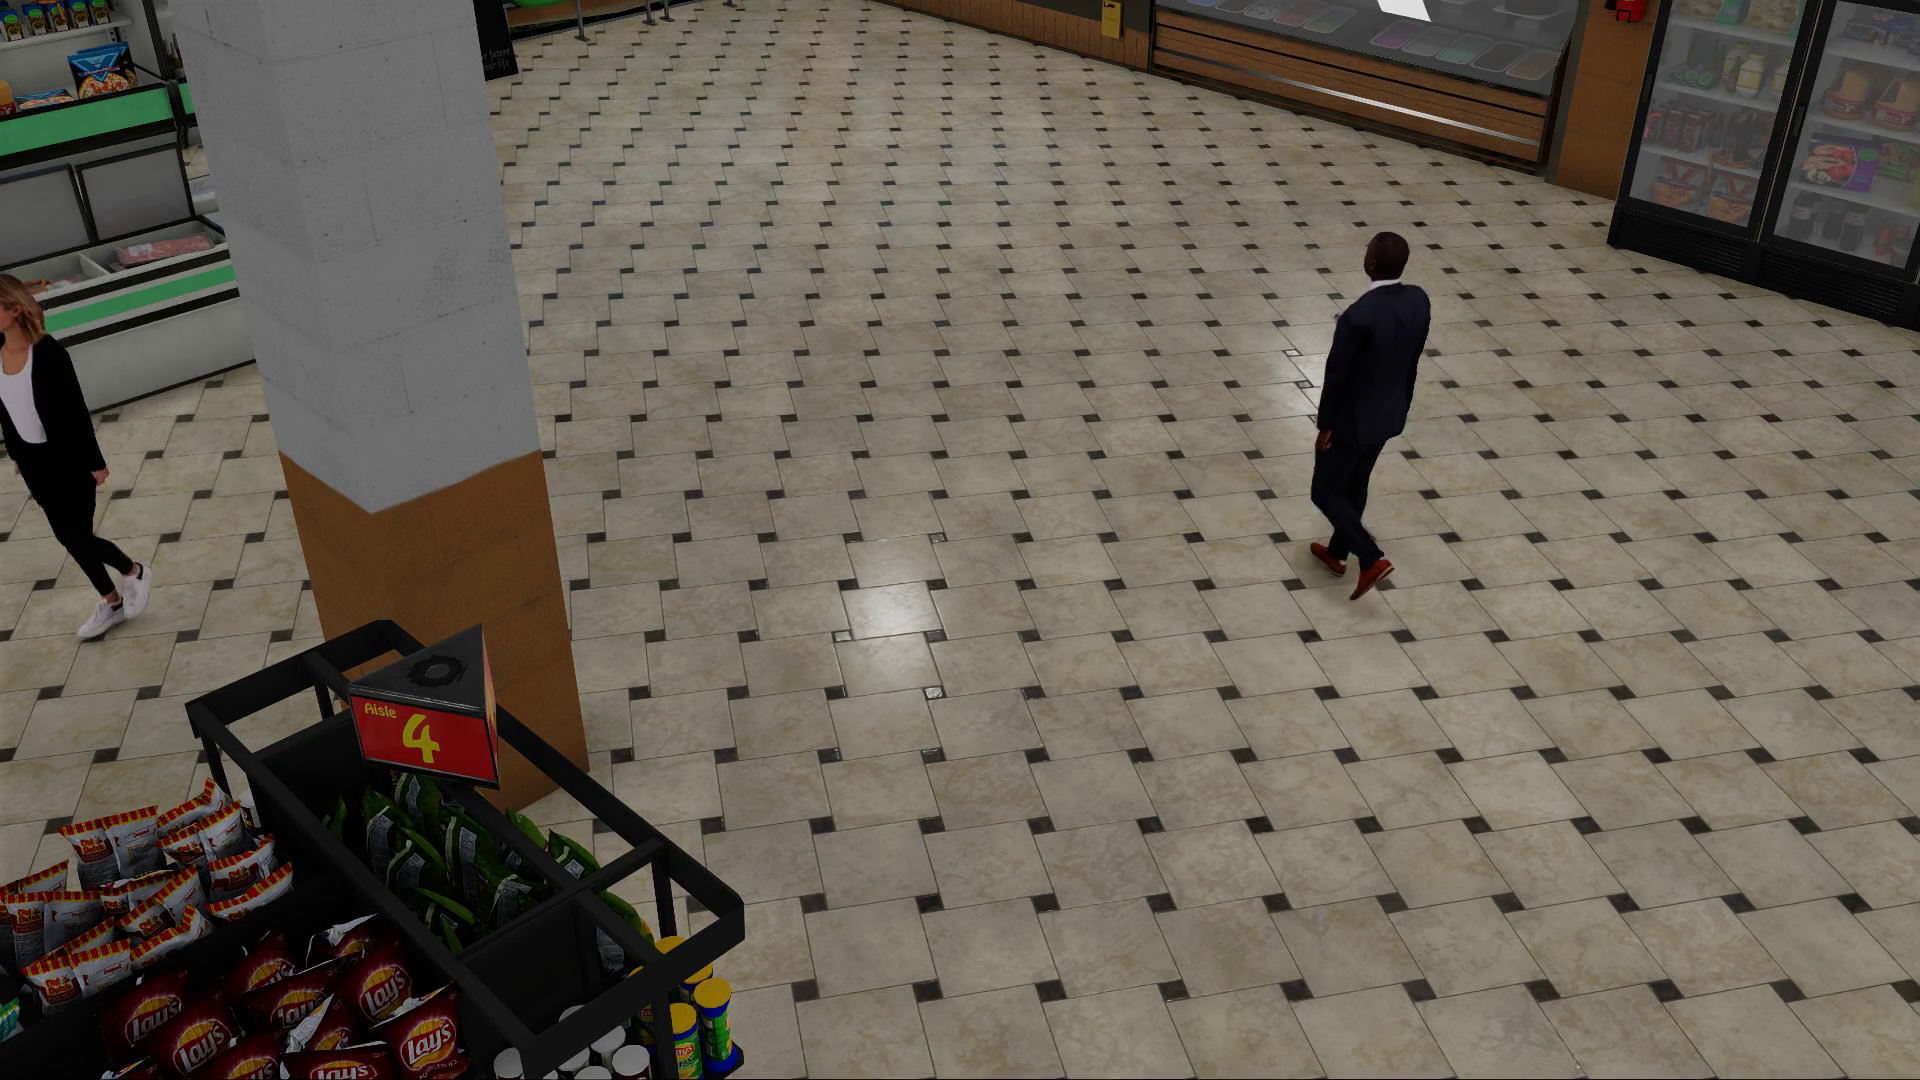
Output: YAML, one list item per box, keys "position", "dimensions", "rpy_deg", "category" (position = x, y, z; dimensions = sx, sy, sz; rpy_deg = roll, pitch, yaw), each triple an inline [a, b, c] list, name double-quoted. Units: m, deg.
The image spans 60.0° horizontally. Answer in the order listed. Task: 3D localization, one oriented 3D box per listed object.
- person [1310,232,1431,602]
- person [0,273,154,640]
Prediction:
- position: [1.912, -0.528, 7.729]
  dimensions: [0.935, 1.803, 0.901]
  rpy_deg: [-16, 35, -24]
  category: "person"
- position: [-3.987, -0.379, 7.508]
  dimensions: [0.754, 1.786, 0.803]
  rpy_deg: [11, 34, 17]
  category: "person"
